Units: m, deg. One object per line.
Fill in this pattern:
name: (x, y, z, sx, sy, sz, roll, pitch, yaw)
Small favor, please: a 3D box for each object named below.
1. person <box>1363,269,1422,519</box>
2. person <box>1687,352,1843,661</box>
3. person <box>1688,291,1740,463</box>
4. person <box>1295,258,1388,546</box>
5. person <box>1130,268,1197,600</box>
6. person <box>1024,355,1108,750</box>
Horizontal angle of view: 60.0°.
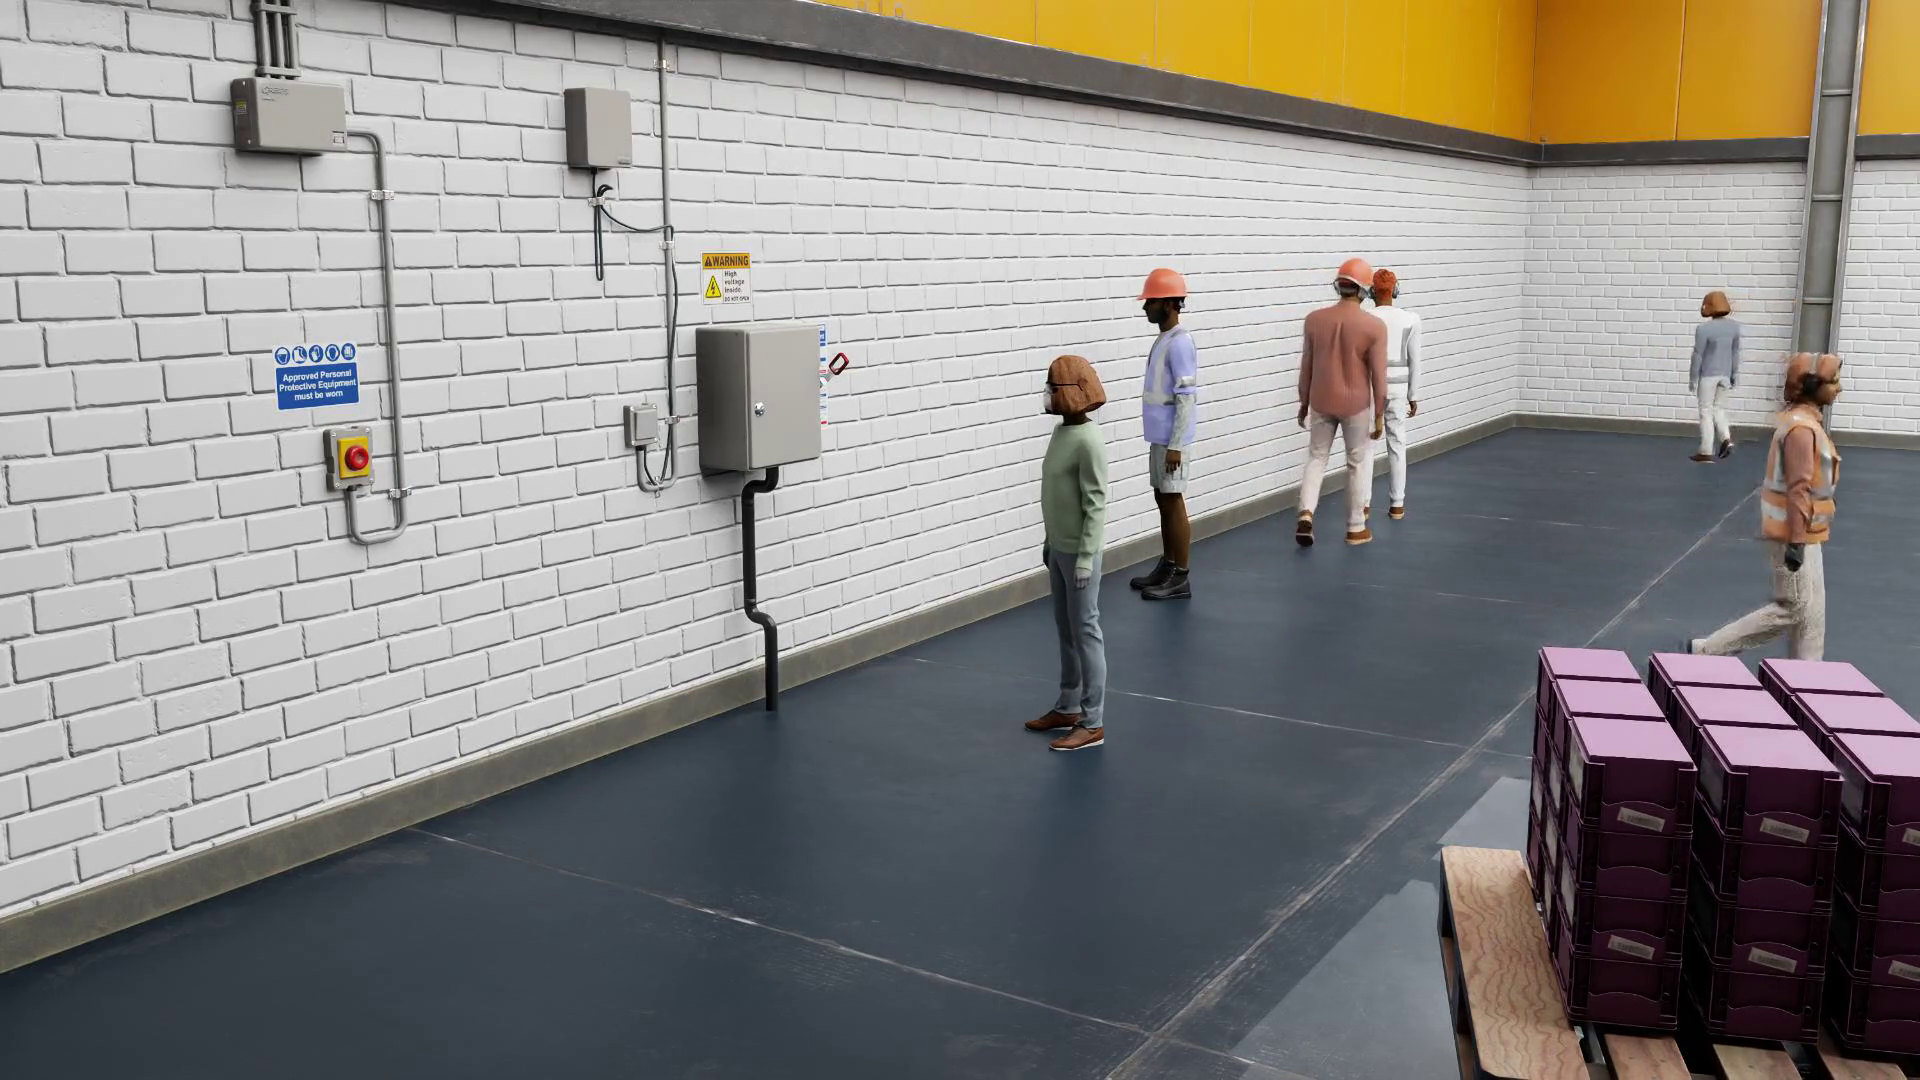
person: (3.172, -1.092, 12.543, 0.574, 1.887, 0.355, 1, 10, 4)
person: (3.648, -0.027, 7.368, 0.621, 1.618, 0.528, 6, 12, 28)
person: (7.116, -1.538, 15.733, 0.526, 1.619, 0.352, -4, 11, -20)
person: (2.597, -0.928, 11.372, 0.655, 1.987, 0.616, 6, 12, 31)
person: (1.192, -0.614, 9.756, 0.364, 1.935, 0.553, -1, 10, -5)
person: (0.457, 0.051, 6.911, 0.279, 1.634, 0.498, -3, 11, -15)
